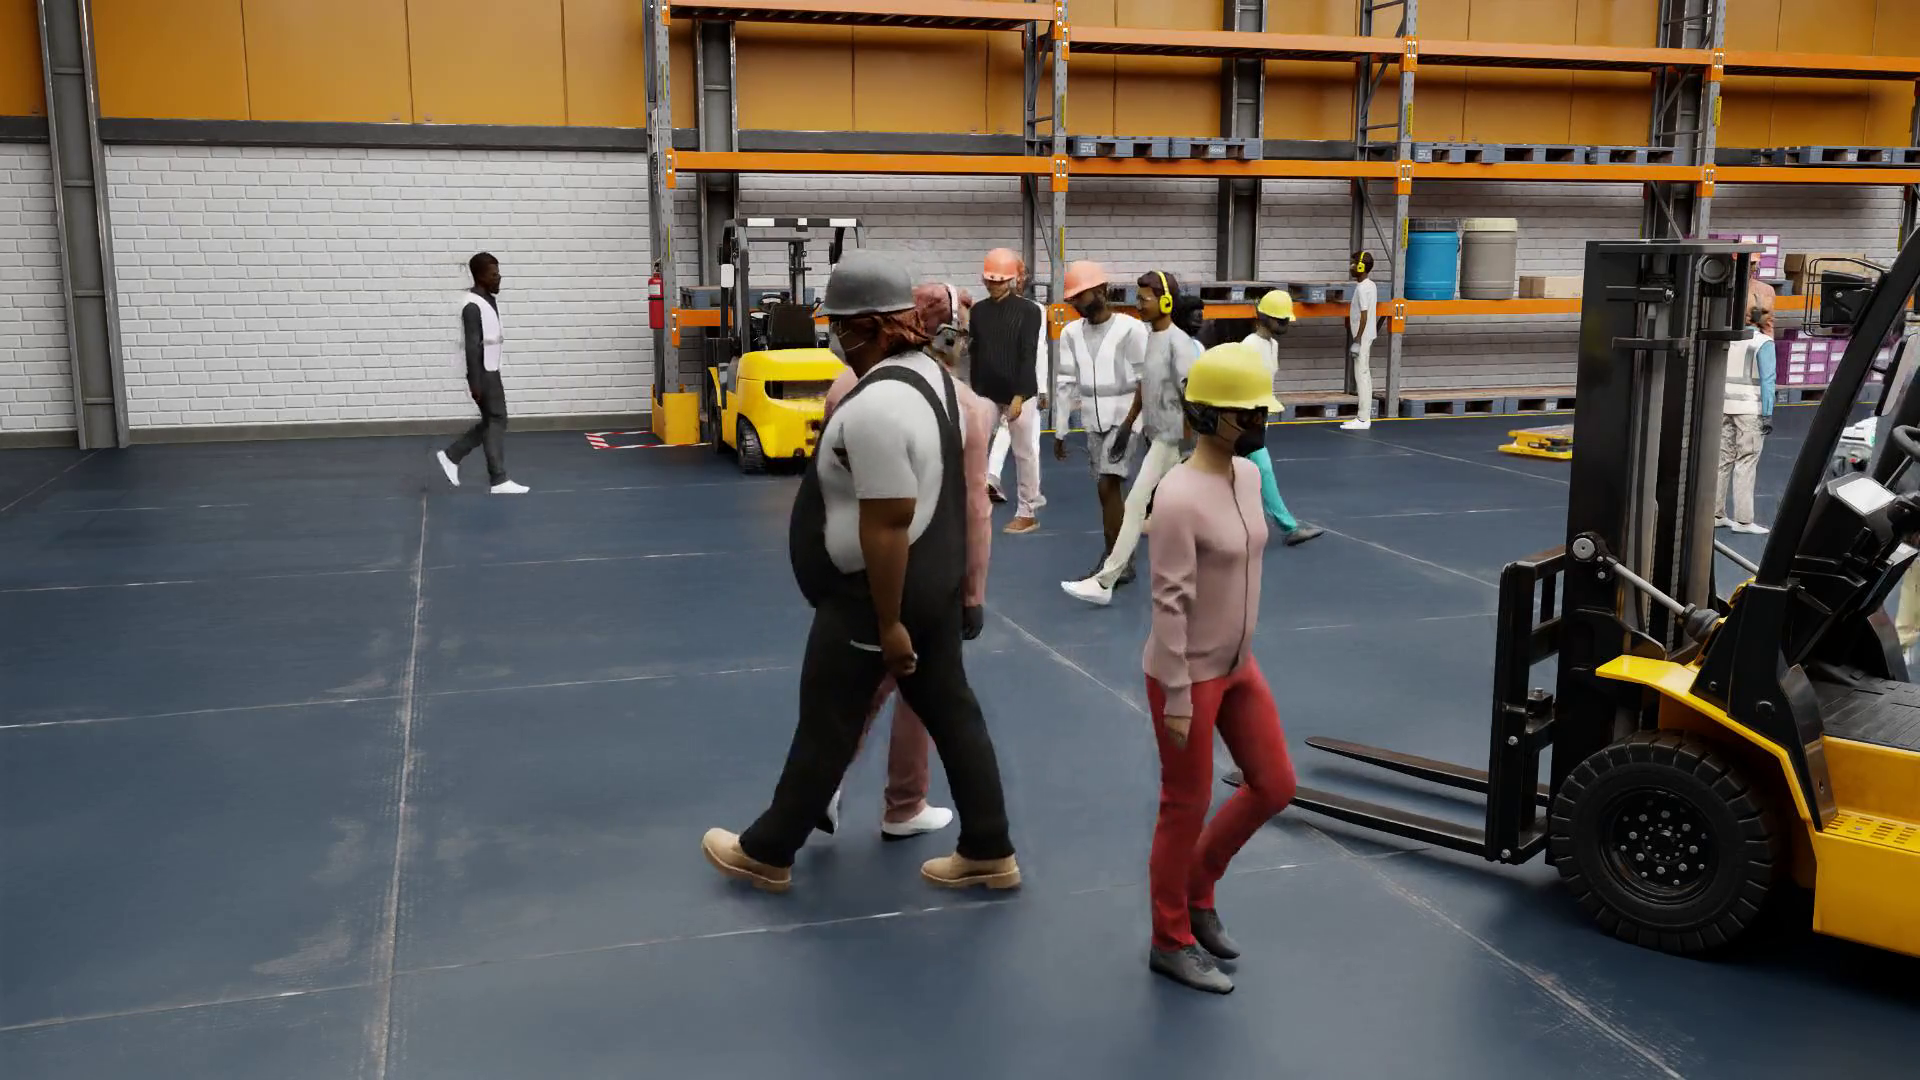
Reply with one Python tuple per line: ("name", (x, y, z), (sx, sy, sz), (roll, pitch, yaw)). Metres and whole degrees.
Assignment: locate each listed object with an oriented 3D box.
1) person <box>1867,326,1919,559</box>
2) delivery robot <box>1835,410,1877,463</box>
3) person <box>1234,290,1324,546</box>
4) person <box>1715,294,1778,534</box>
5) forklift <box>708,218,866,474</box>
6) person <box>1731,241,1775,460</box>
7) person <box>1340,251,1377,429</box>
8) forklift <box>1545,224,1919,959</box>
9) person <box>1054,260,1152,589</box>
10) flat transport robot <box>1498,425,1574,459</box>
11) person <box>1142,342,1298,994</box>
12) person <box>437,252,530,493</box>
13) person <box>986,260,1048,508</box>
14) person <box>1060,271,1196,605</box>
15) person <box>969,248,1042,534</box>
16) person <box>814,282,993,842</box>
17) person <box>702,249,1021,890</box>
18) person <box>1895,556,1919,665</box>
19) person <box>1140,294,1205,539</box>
("person", (4.146, -0.180, 6.940), (0.957, 1.896, 0.656), (3, 11, 15))
("delivery robot", (7.739, -0.854, 14.073), (0.707, 0.478, 0.477), (-7, 12, -34))
("person", (1.951, -0.796, 10.950), (1.029, 1.665, 0.533), (5, 12, 27))
("person", (5.368, -0.860, 11.395), (0.307, 1.636, 0.525), (-3, 11, -14))
("forklift", (-1.522, -1.778, 14.899), (1.214, 2.155, 2.313), (-3, 11, -17))
("person", (6.954, -1.673, 14.908), (0.614, 1.988, 0.404), (2, 11, 12))
("person", (4.220, -2.102, 17.560), (0.327, 1.874, 0.520), (4, 11, 22))
("forklift", (2.909, 0.117, 4.508), (2.313, 2.155, 1.214), (9, 14, 40))
("person", (0.807, -0.649, 9.554), (0.554, 1.883, 0.744), (8, 13, 38))
("flat transport robot", (5.750, -0.935, 15.552), (1.431, 0.197, 0.652), (-8, 13, -36))
("person", (0.679, 0.353, 4.418), (0.387, 1.749, 0.551), (8, 13, 37))
("person", (-3.779, -1.300, 13.074), (0.645, 1.904, 0.611), (-1, 10, -4))
("person", (0.395, -1.168, 12.452), (0.593, 1.862, 0.500), (5, 12, 27))
("person", (0.972, -0.536, 9.073), (0.937, 1.828, 0.512), (-1, 10, -6))
("person", (0.225, -0.957, 11.109), (0.605, 1.940, 0.967), (7, 12, 32))
("person", (-0.207, 0.109, 5.413), (0.688, 1.879, 0.527), (8, 13, 38))
("person", (-0.274, 0.090, 5.077), (0.994, 2.000, 0.694), (4, 11, 19))
("person", (4.591, -0.201, 7.845), (0.640, 1.614, 0.506), (-3, 11, -17))
("person", (1.468, -0.775, 10.873), (0.846, 1.646, 0.543), (8, 13, 36))
